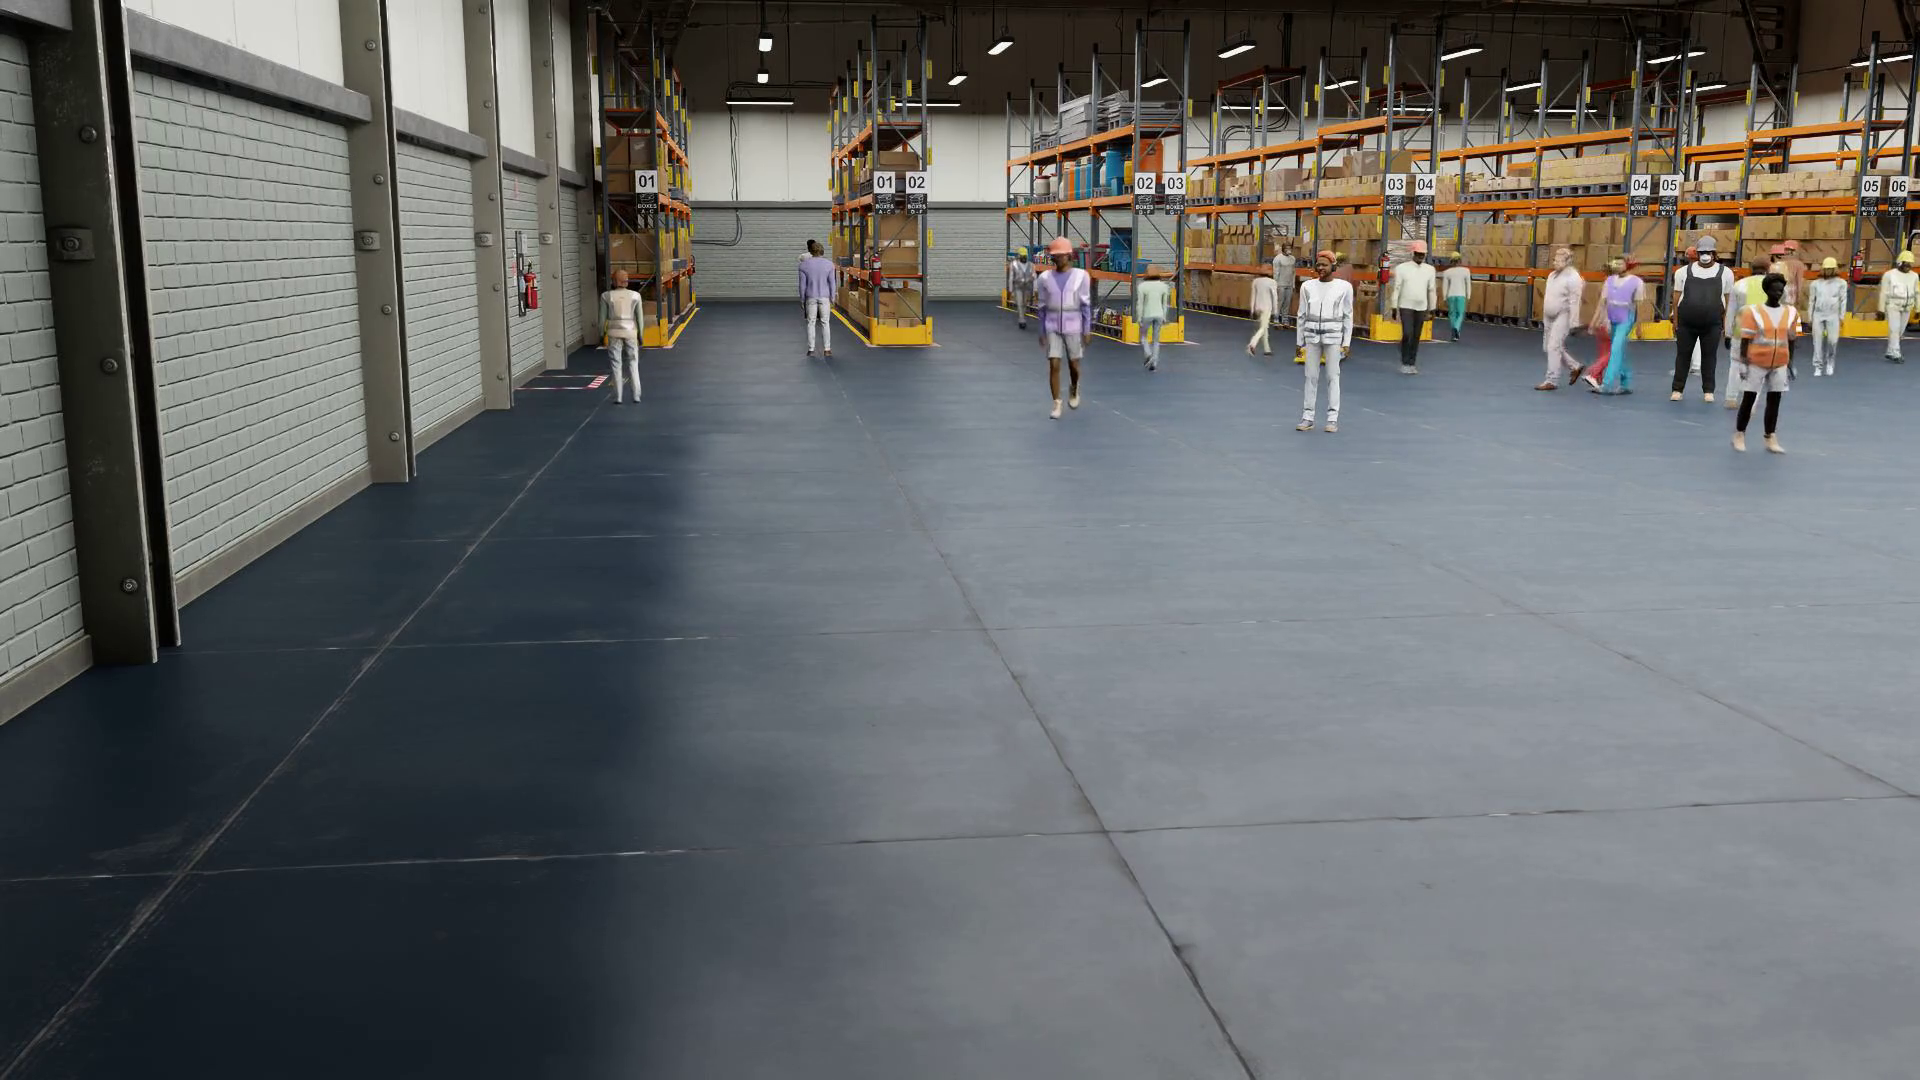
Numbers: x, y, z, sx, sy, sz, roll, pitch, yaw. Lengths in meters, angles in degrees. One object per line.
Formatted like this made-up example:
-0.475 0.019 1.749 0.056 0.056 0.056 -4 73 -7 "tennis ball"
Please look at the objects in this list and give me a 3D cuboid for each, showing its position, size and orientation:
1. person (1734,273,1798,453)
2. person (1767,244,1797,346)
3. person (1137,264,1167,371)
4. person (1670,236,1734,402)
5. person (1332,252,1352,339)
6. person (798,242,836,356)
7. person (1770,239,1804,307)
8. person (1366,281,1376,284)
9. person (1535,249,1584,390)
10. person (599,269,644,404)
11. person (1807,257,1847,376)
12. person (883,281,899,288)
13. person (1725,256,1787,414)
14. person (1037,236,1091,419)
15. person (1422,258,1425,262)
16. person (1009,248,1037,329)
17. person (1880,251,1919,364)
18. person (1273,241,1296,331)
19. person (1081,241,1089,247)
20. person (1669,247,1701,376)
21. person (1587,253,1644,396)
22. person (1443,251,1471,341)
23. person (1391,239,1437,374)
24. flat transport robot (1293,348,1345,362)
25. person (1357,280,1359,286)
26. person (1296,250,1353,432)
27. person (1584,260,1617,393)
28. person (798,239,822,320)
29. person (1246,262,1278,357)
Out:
7.592 -1.664 15.660 0.540 1.695 0.316 0 10 2 "person"
14.796 -4.395 30.108 0.547 1.898 0.982 -8 13 -36 "person"
2.901 -3.364 25.190 0.497 1.618 0.339 -2 11 -12 "person"
9.122 -2.713 20.469 0.676 2.000 0.536 5 11 24 "person"
7.400 -4.751 32.507 0.569 1.722 0.439 -4 11 -19 "person"
-2.428 -4.106 28.380 0.635 1.939 0.362 -1 10 -4 "person"
15.233 -4.557 30.745 0.621 1.975 0.701 7 12 34 "person"
12.704 -8.263 50.955 0.597 2.022 0.607 -1 10 -8 "person"
7.993 -2.923 22.066 0.657 1.874 0.671 -2 11 -12 "person"
-4.109 -2.467 20.226 0.526 1.638 0.310 -4 11 -20 "person"
12.591 -3.242 24.192 0.504 1.730 0.380 6 12 32 "person"
-2.029 -7.375 47.178 0.533 1.615 0.337 -4 11 -22 "person"
9.225 -2.388 19.360 0.633 1.789 0.967 4 11 20 "person"
1.164 -2.382 18.671 0.613 2.030 0.622 2 11 11 "person"
11.226 -6.337 40.797 0.599 1.872 0.993 -1 10 -3 "person"
1.411 -5.554 36.748 0.616 1.782 0.922 -2 11 -13 "person"
15.132 -3.743 26.763 0.605 1.820 0.620 -1 10 -4 "person"
7.027 -5.501 36.057 0.630 1.933 0.359 -8 13 -36 "person"
3.454 -7.314 46.049 0.547 1.921 0.522 -2 11 -13 "person"
10.662 -3.335 24.308 0.578 1.882 0.346 -2 11 -11 "person"
8.332 -2.740 21.246 0.878 1.806 0.580 -4 11 -20 "person"
9.636 -4.727 32.306 0.553 1.742 0.518 5 11 25 "person"
6.694 -3.405 24.406 0.632 1.974 0.659 -1 10 -6 "person"
5.867 -3.020 27.002 0.652 0.197 1.431 4 11 21 "flat transport robot"
10.389 -7.003 44.401 0.645 1.885 0.797 -1 10 -4 "person"
3.788 -2.066 17.350 0.586 1.882 0.343 6 12 28 "person"
8.438 -2.764 21.583 0.413 1.725 0.598 2 11 13 "person"
-3.638 -6.368 40.709 0.612 1.963 0.361 1 10 6 "person"
5.107 -3.897 28.146 0.751 1.610 0.512 -8 13 -38 "person"
